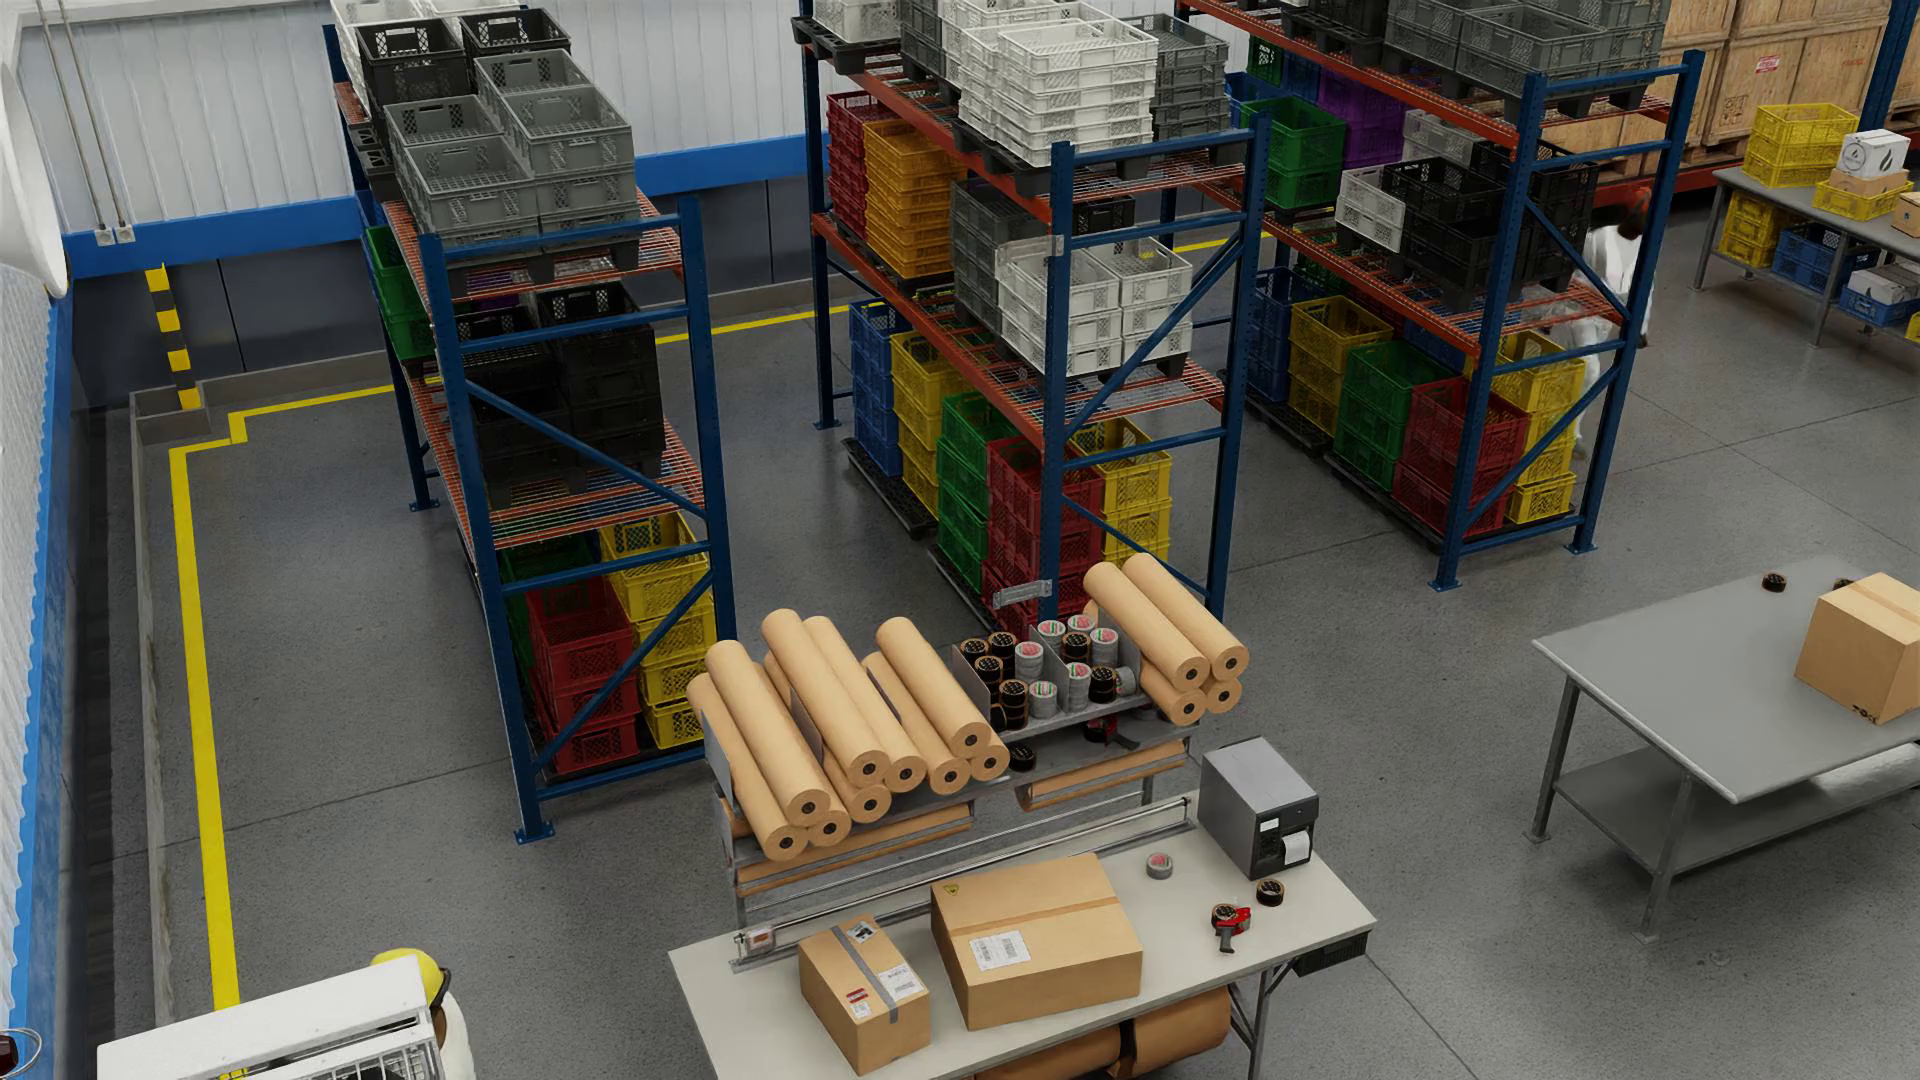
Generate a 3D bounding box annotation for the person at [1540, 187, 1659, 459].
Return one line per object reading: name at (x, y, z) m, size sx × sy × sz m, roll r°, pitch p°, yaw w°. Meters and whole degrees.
person at (4.137, -1.420, 10.778) m, size 0.597 × 1.835 × 0.700 m, roll -12°, pitch 34°, yaw -19°

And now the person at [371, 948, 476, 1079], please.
person at (-1.638, 1.973, 5.336) m, size 0.327 × 1.767 × 0.529 m, roll -10°, pitch 33°, yaw -15°
